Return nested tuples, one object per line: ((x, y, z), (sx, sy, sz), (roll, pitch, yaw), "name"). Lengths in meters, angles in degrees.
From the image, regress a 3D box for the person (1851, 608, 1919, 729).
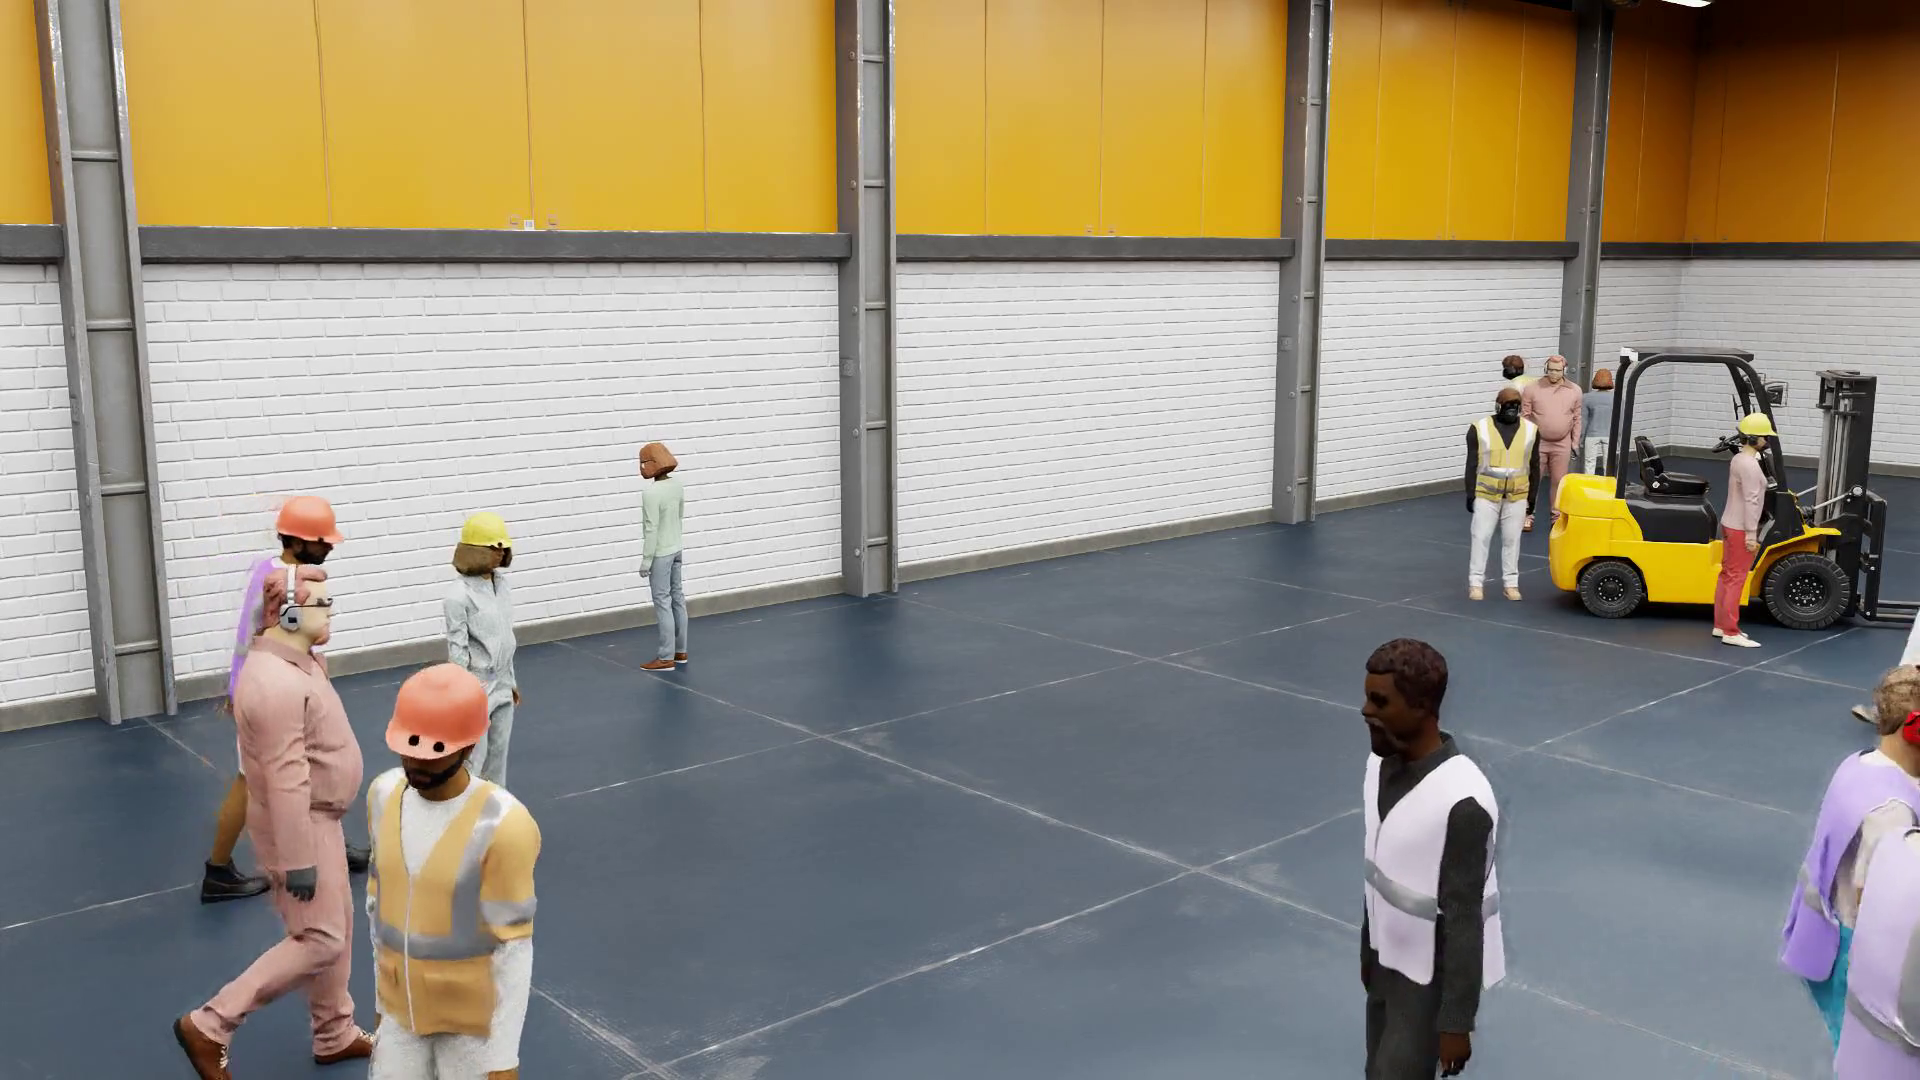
((6.064, 0.305, 10.177), (0.984, 1.834, 0.588), (-1, 10, -7), "person")

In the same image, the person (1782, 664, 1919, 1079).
((2.530, 1.233, 4.741), (0.536, 1.835, 0.597), (4, 11, 23), "person")

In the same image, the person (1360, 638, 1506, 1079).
((1.283, 1.209, 4.665), (0.454, 1.901, 0.622), (-2, 10, -9), "person")

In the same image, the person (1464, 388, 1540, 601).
((4.627, -0.383, 14.210), (0.624, 1.838, 0.430), (1, 10, 7), "person")

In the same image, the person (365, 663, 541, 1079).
((-1.377, 1.254, 4.413), (0.605, 1.905, 0.404), (4, 10, 22), "person")

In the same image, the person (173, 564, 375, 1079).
((-2.395, 1.018, 5.859), (0.656, 1.886, 0.645), (-3, 10, -19), "person")

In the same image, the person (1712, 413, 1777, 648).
((5.955, -0.082, 12.620), (0.330, 1.768, 0.526), (2, 10, 12), "person")

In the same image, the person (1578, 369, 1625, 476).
((7.502, -1.189, 19.481), (0.500, 1.636, 0.284), (3, 10, 16), "person")

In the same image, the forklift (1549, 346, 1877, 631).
((6.109, -0.478, 13.691), (2.313, 2.155, 1.214), (3, 10, 16), "forklift")

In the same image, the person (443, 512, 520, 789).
((-2.257, 0.725, 7.967), (0.325, 1.740, 0.492), (3, 10, 15), "person")

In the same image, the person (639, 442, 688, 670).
((-2.125, 0.115, 11.857), (0.285, 1.633, 0.498), (3, 10, 17), "person")

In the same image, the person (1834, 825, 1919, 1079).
((2.379, 1.331, 4.021), (0.981, 1.872, 0.607), (1, 10, 4), "person")

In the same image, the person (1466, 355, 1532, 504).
((6.225, -1.222, 19.169), (0.759, 1.805, 0.668), (7, 12, 34), "person")

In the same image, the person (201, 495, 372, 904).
((-3.096, 0.720, 7.637), (0.906, 1.862, 0.575), (-4, 11, -23), "person")

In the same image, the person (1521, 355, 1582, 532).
((6.291, -1.021, 17.729), (0.637, 1.902, 0.406), (1, 10, 8), "person")
